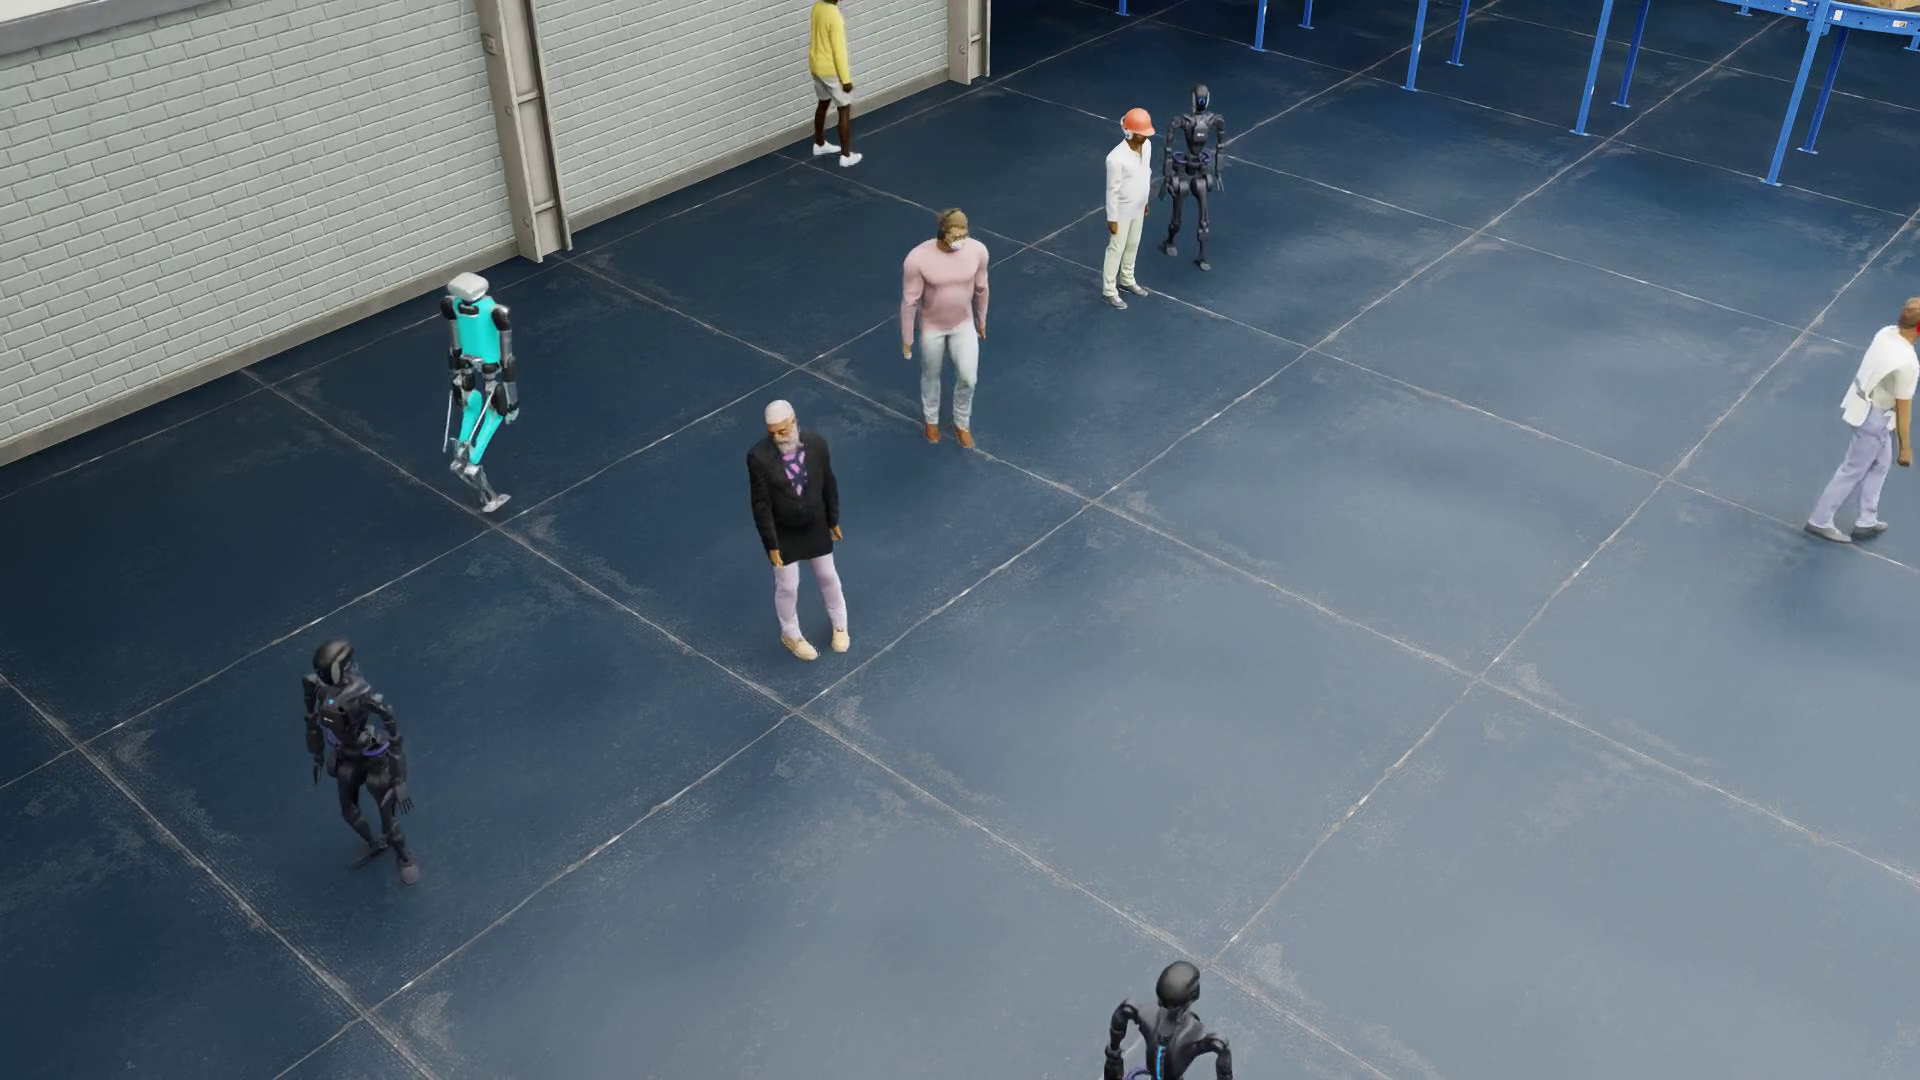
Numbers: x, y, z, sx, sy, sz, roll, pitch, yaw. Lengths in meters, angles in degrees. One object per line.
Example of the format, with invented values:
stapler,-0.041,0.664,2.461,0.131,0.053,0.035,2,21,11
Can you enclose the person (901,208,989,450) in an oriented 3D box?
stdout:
person,-0.096,-1.513,12.087,0.661,1.916,0.630,-5,36,-8

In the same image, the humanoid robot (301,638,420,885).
humanoid robot,-3.088,1.139,8.583,0.621,1.643,0.364,11,37,16

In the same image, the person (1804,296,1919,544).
person,6.179,-0.755,11.109,0.555,1.820,0.656,11,37,15

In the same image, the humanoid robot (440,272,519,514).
humanoid robot,-3.350,-0.888,11.376,0.533,1.801,0.720,14,38,18

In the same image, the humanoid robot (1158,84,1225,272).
humanoid robot,2.052,-3.227,14.718,0.596,1.638,0.608,-7,36,-10

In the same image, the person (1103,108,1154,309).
person,1.443,-2.814,14.068,0.349,1.743,0.566,25,42,30

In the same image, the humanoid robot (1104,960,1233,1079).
humanoid robot,0.832,2.373,6.848,0.600,1.647,0.360,17,39,22

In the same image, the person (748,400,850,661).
person,-0.977,-0.062,10.140,0.592,1.821,0.473,-15,38,-20

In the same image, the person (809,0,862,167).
person,-1.269,-4.684,16.573,0.472,1.883,0.635,-18,39,-24
